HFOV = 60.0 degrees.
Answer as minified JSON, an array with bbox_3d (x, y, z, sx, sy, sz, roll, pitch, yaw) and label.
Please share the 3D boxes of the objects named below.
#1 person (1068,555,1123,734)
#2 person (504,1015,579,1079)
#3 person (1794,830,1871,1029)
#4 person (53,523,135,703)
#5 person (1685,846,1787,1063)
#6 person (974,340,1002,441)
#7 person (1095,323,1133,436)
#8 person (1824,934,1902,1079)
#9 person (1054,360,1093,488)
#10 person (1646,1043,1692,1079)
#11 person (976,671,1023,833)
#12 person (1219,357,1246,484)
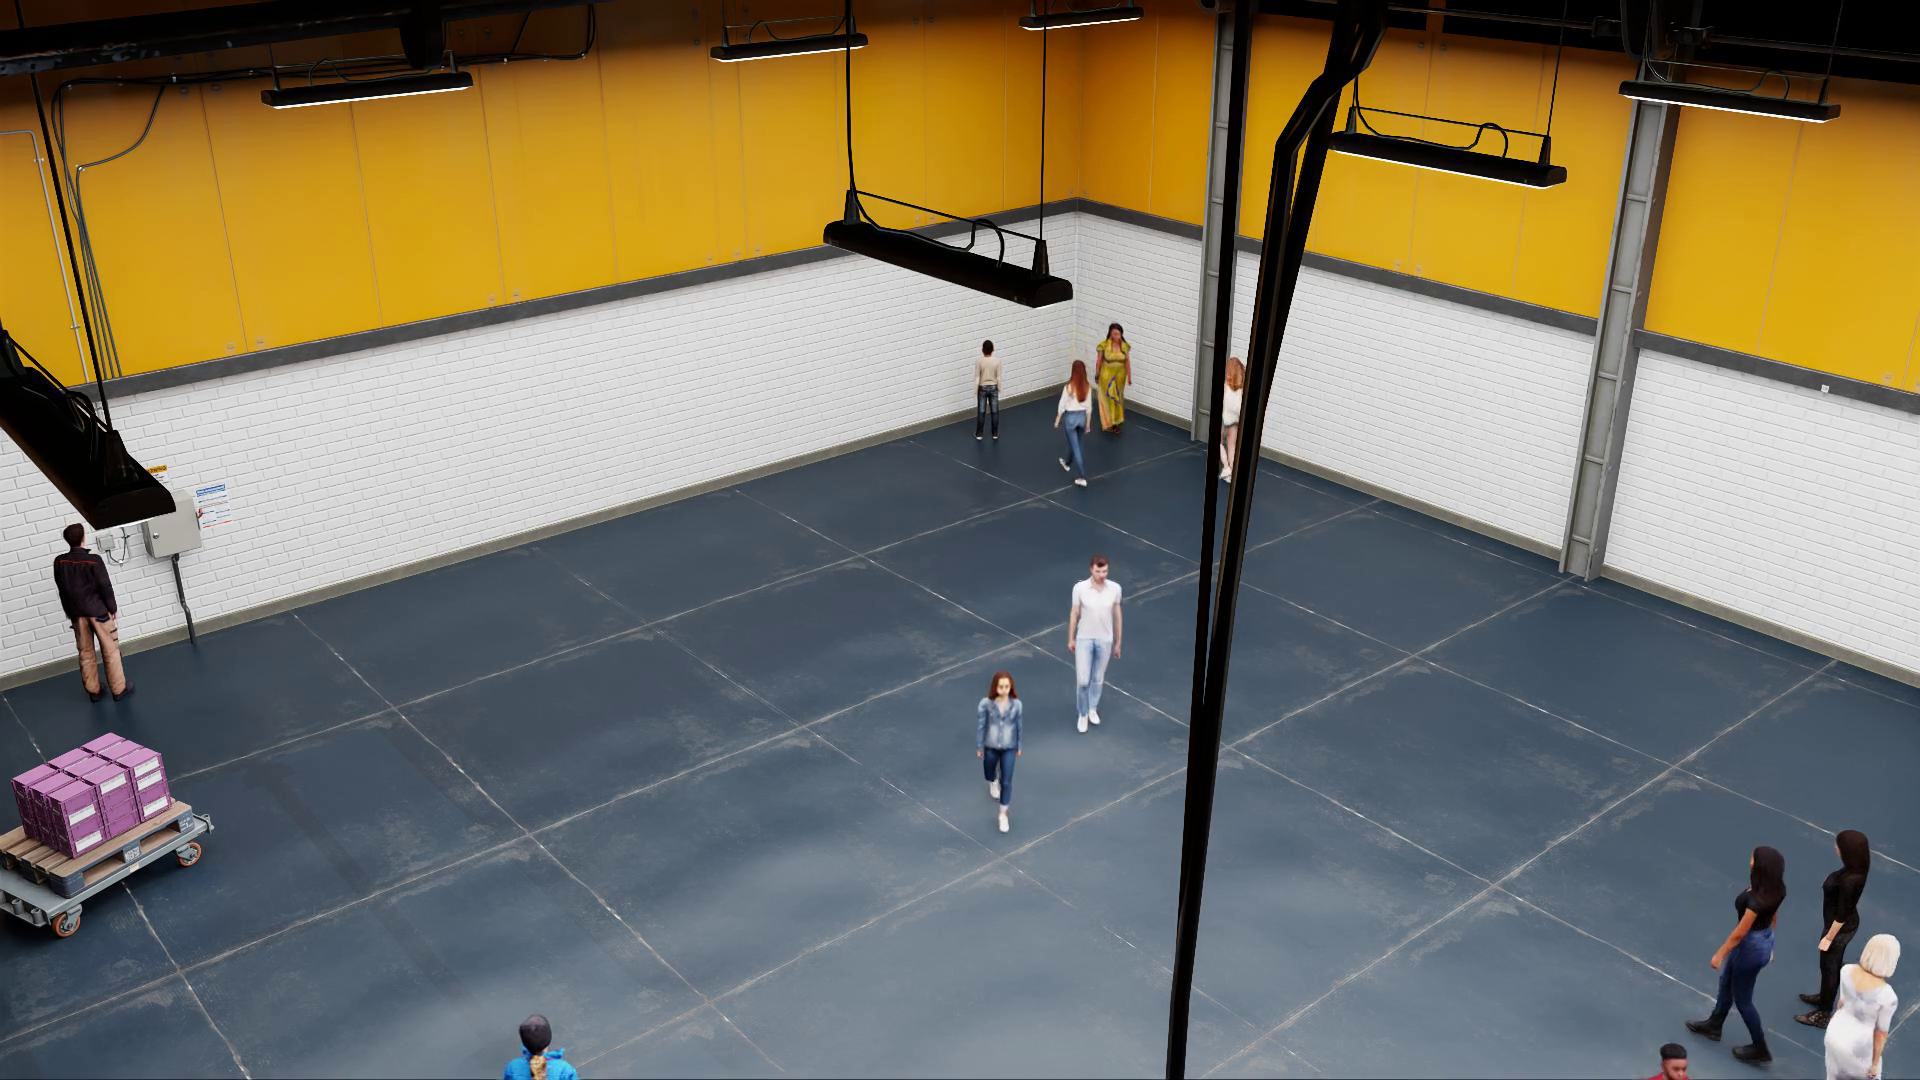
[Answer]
[{"bbox_3d":[1.309,0.957,16.439,0.826,1.835,0.878,-3,24,-7],"label":"person"},{"bbox_3d":[-2.525,3.713,10.183,0.733,1.795,0.795,2,24,6],"label":"person"},{"bbox_3d":[6.517,2.865,12.316,0.578,1.640,0.623,16,28,32],"label":"person"},{"bbox_3d":[-8.806,0.737,16.830,0.782,1.924,0.797,-2,24,-5],"label":"person"},{"bbox_3d":[5.748,3.005,11.909,0.870,1.710,0.619,21,31,40],"label":"person"},{"bbox_3d":[0.403,-2.174,24.070,0.618,1.459,0.637,-3,24,-7],"label":"person"},{"bbox_3d":[2.202,-2.396,24.383,1.031,1.616,1.381,-7,25,-16],"label":"person"},{"bbox_3d":[5.869,3.375,11.026,0.664,1.740,0.550,-13,27,-27],"label":"person"},{"bbox_3d":[1.588,-1.537,22.331,0.787,1.685,1.168,-11,26,-23],"label":"person"},{"bbox_3d":[4.487,3.751,10.789,0.840,1.241,0.934,0,24,0],"label":"person"},{"bbox_3d":[0.347,1.826,14.921,0.913,1.457,1.010,0,24,-1],"label":"person"},{"bbox_3d":[3.660,-1.574,22.337,0.702,1.748,0.742,-7,25,-16],"label":"person"}]
